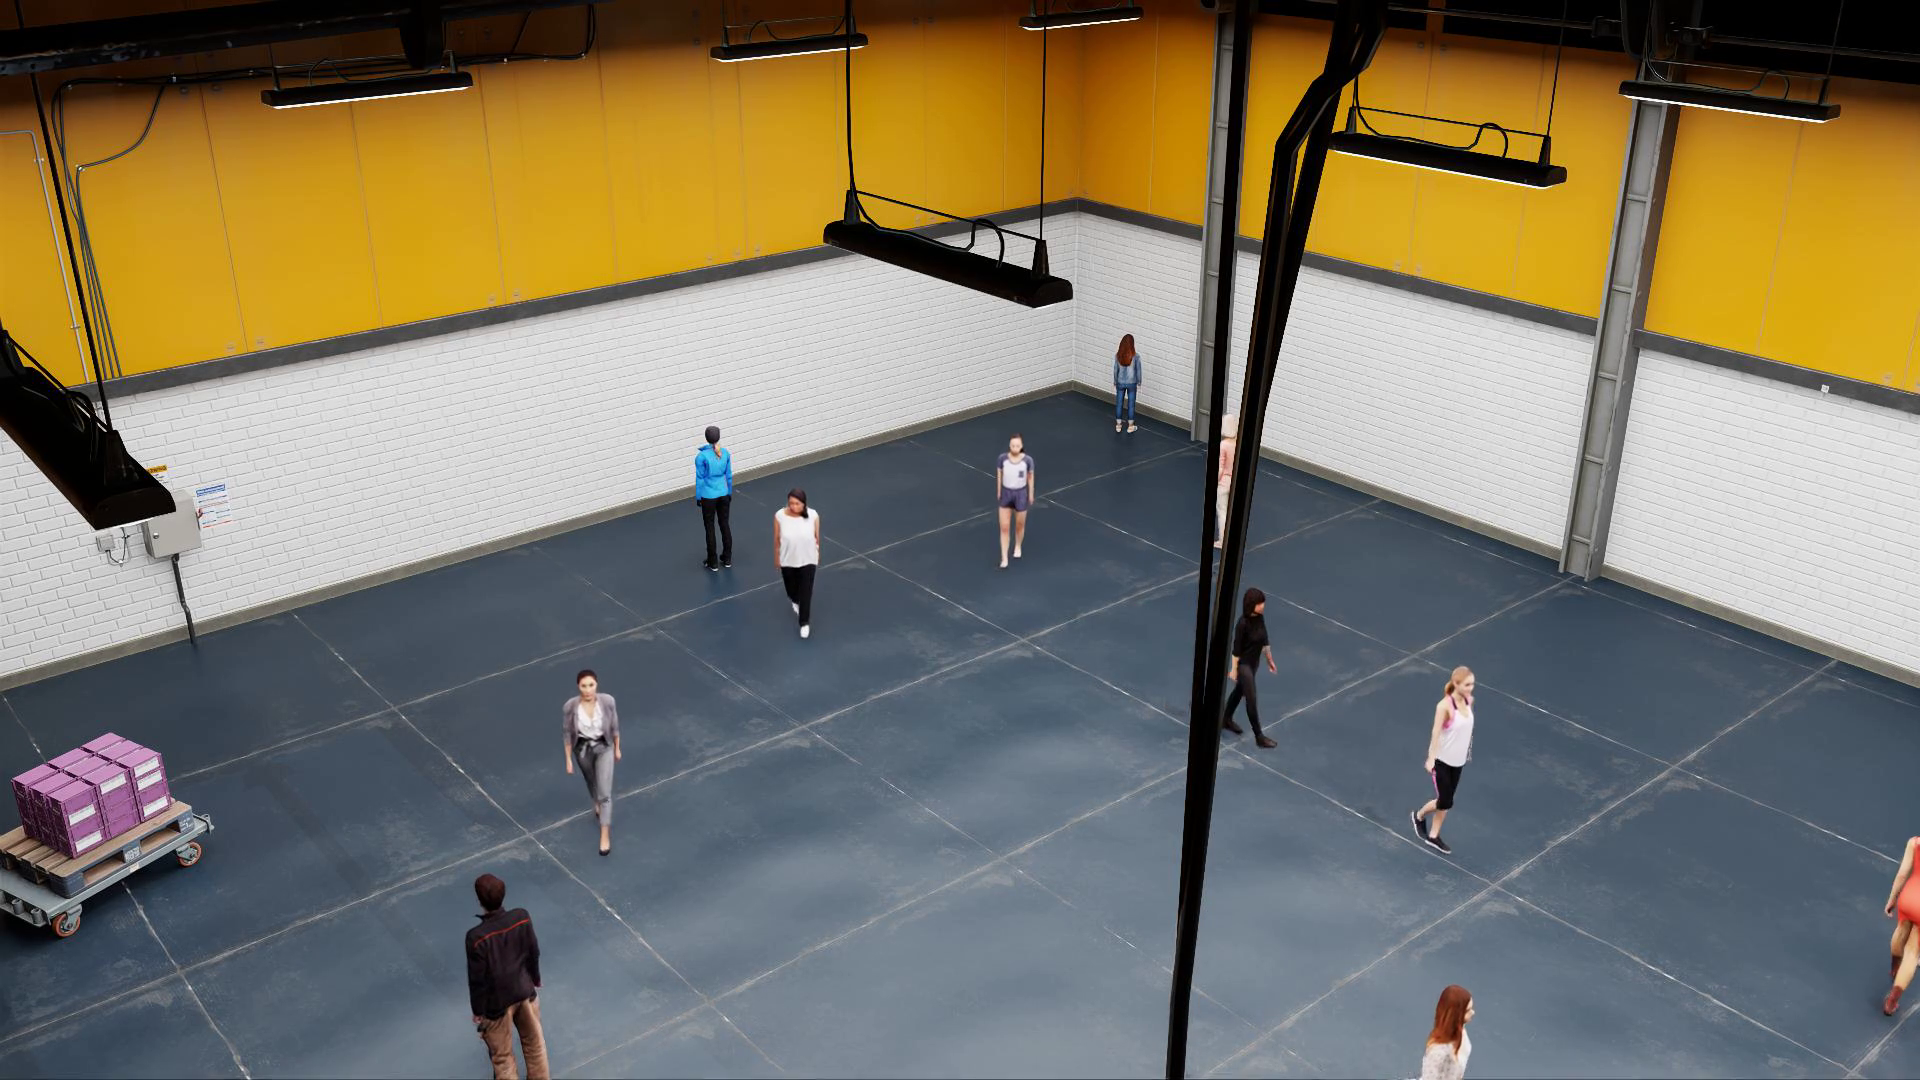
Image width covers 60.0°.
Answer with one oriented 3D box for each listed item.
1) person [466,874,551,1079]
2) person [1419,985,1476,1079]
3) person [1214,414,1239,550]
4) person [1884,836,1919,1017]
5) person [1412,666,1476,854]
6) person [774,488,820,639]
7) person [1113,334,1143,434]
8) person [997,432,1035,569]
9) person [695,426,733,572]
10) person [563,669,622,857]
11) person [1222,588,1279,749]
[{"bbox_3d":[-3.103,3.124,11.370,0.711,1.923,0.593,-21,31,-40],"label":"person"},{"bbox_3d":[2.965,3.548,10.693,1.216,1.689,0.828,14,27,29],"label":"person"},{"bbox_3d":[3.283,-0.724,20.423,0.607,1.724,0.522,-20,31,-38],"label":"person"},{"bbox_3d":[7.155,2.800,12.409,0.657,1.685,0.928,-20,31,-38],"label":"person"},{"bbox_3d":[4.162,1.867,14.425,0.671,1.779,0.695,-15,28,-31],"label":"person"},{"bbox_3d":[-1.783,0.188,18.417,1.030,1.660,1.142,0,24,0],"label":"person"},{"bbox_3d":[2.438,-2.298,24.332,0.602,1.476,0.706,7,25,16],"label":"person"},{"bbox_3d":[0.668,-0.521,20.084,0.924,1.623,0.972,3,24,8],"label":"person"},{"bbox_3d":[-2.918,-0.507,19.839,0.641,1.794,0.568,-13,27,-28],"label":"person"},{"bbox_3d":[-3.222,1.861,14.628,0.991,1.629,1.187,-4,24,-9],"label":"person"},{"bbox_3d":[2.724,1.183,16.195,0.978,1.616,0.676,18,30,36],"label":"person"}]
